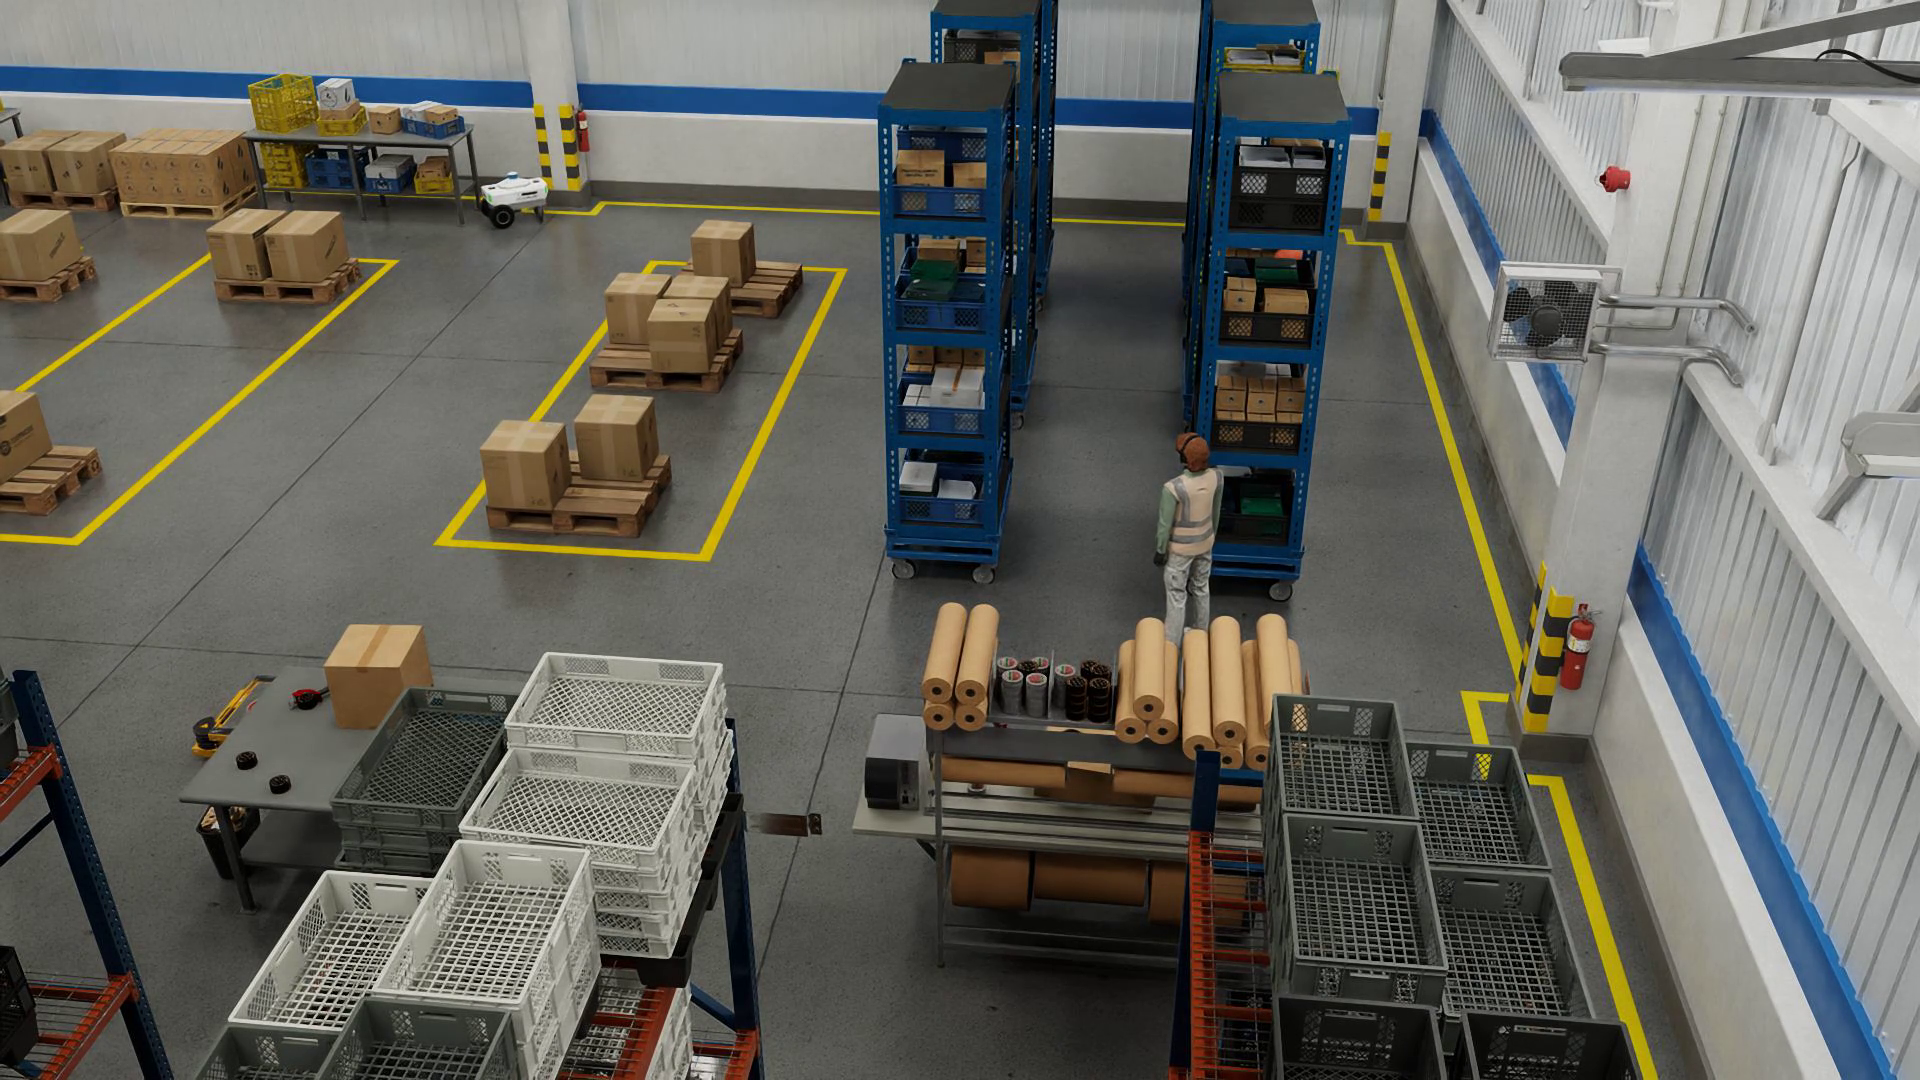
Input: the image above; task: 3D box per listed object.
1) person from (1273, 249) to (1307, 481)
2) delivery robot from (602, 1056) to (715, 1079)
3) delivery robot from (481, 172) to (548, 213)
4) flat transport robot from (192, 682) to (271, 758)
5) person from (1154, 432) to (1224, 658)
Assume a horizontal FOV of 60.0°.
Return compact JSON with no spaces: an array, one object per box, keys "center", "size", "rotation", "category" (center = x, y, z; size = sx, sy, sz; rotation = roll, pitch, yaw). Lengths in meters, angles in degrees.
[{"center":[2.533,-1.399,13.347],"size":[0.391,1.995,0.613],"rotation":[-22,37,-32],"category":"person"},{"center":[-1.511,2.594,7.820],"size":[0.707,0.478,0.477],"rotation":[-1,30,-2],"category":"delivery robot"},{"center":[-5.114,-3.986,19.123],"size":[0.707,0.478,0.477],"rotation":[-16,34,-25],"category":"delivery robot"},{"center":[-4.089,1.163,10.648],"size":[1.431,0.197,0.652],"rotation":[3,30,6],"category":"flat transport robot"},{"center":[1.538,0.039,11.238],"size":[0.521,1.632,0.316],"rotation":[-19,35,-30],"category":"person"}]
